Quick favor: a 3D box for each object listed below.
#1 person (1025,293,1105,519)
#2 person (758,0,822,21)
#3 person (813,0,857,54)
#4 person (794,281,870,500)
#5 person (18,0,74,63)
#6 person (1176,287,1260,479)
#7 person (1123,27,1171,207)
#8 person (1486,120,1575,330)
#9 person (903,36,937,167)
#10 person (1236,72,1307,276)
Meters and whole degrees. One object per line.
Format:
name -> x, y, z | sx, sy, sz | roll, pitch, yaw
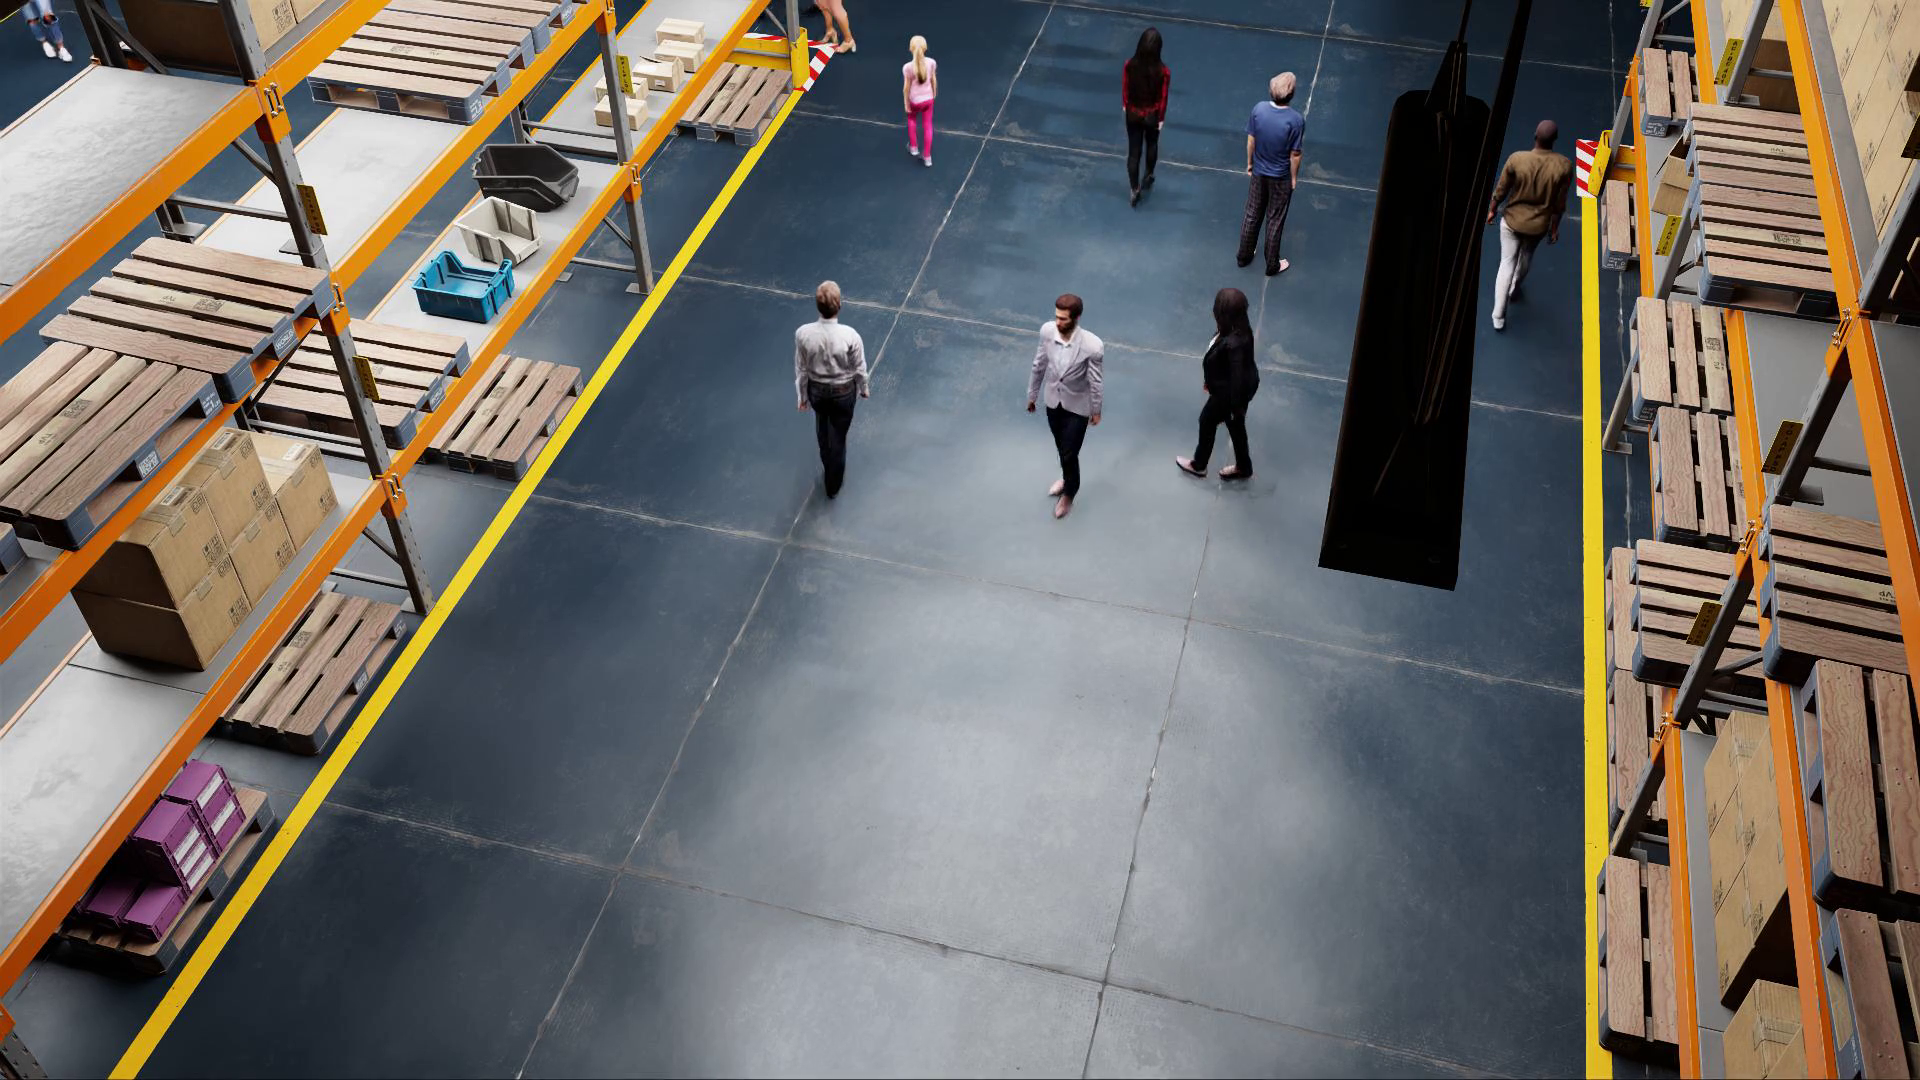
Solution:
person -> 0.839, -1.048, 12.025 | 0.834, 1.830, 0.867 | 28, 50, 26
person -> -1.738, -6.389, 17.703 | 0.965, 1.732, 1.116 | -9, 44, -9
person -> -1.237, -5.887, 17.125 | 0.747, 1.802, 0.659 | 5, 44, 5
person -> -0.947, -1.027, 12.023 | 0.693, 1.802, 0.728 | 7, 44, 7
person -> -9.596, -5.682, 17.063 | 0.900, 1.590, 0.853 | 34, 53, 31
person -> 2.055, -1.083, 12.247 | 0.757, 1.574, 0.741 | 2, 44, 2
person -> 1.643, -3.779, 15.030 | 0.577, 1.639, 0.733 | 9, 44, 9
person -> 4.622, -2.530, 13.602 | 0.769, 1.800, 0.988 | 9, 44, 9
person -> -0.352, -4.117, 15.661 | 0.643, 1.258, 0.734 | -8, 44, -8
person -> 2.660, -3.121, 14.171 | 0.726, 1.872, 0.673 | 26, 49, 24
